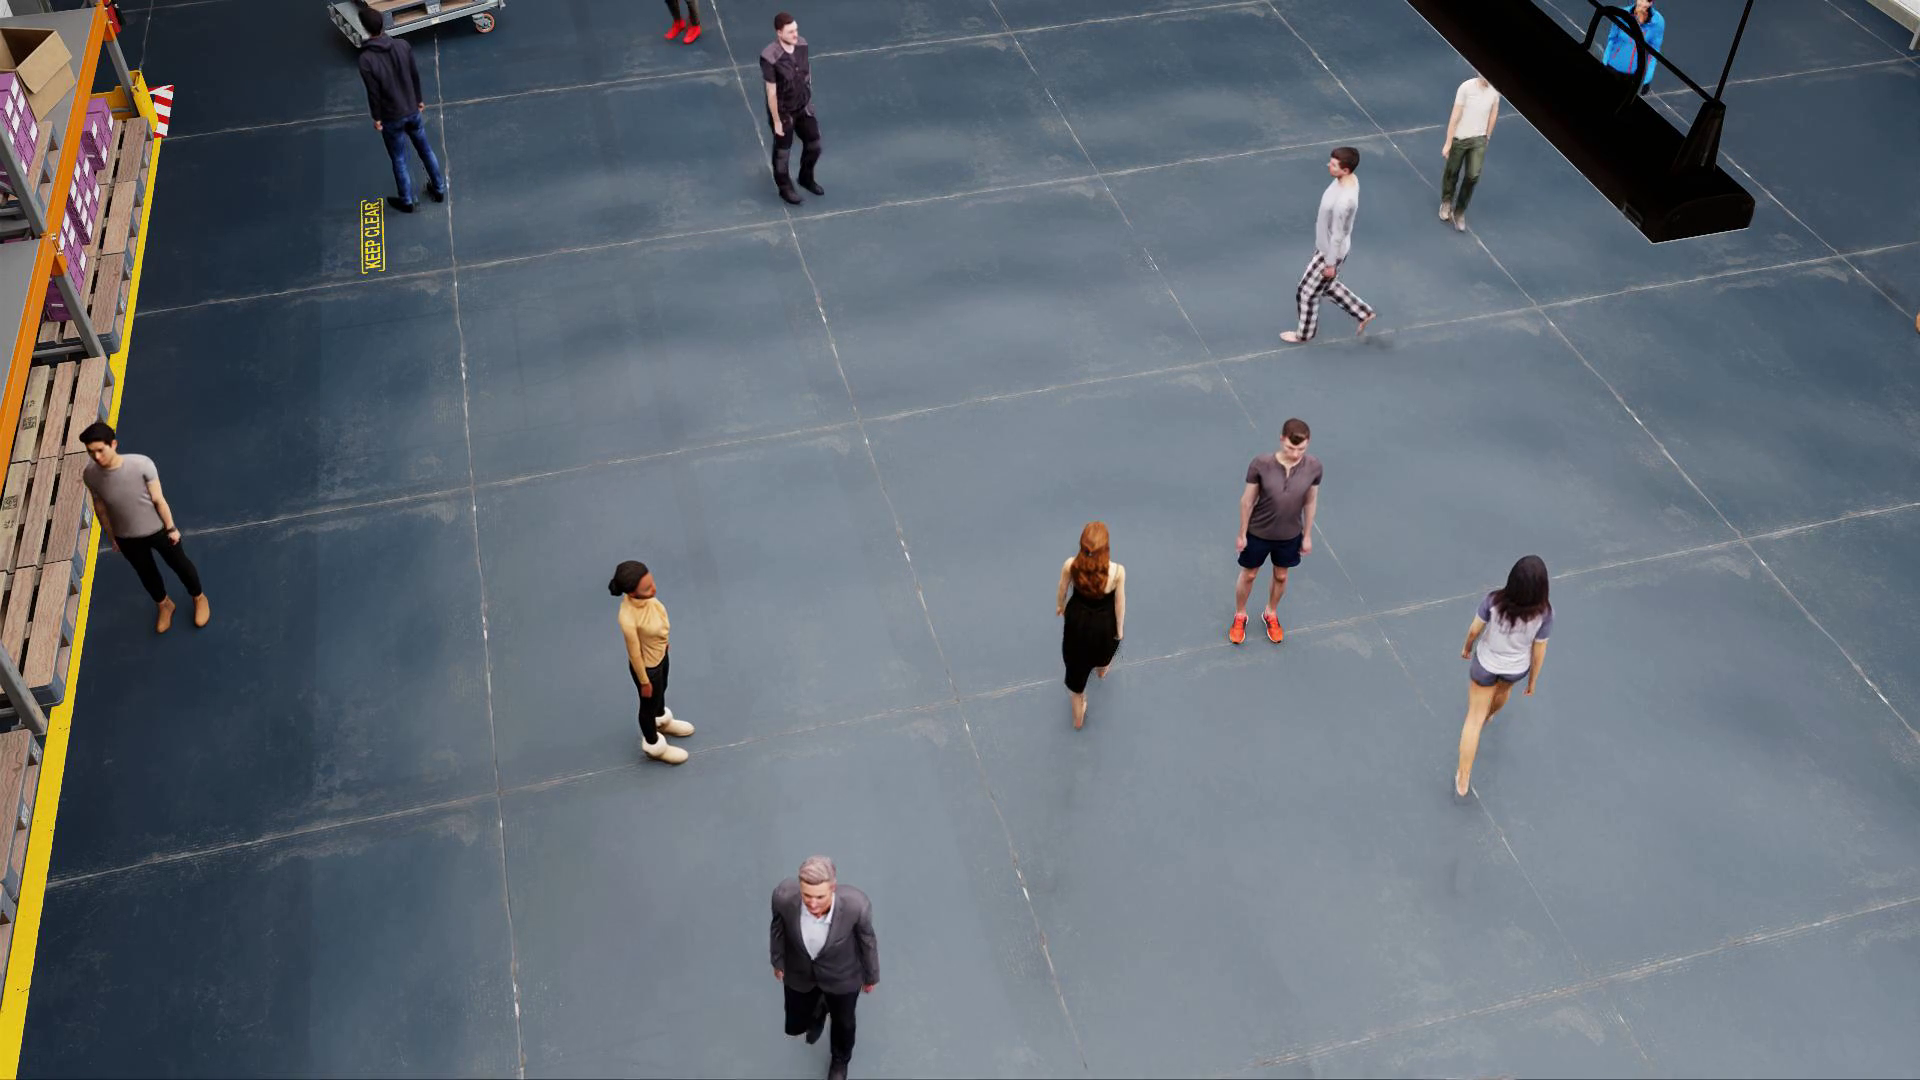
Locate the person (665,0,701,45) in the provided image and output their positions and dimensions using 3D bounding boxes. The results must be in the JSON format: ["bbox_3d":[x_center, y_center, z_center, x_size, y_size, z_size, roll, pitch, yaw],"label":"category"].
[{"bbox_3d":[-2.873,-5.982,17.166,0.801,1.767,0.870,34,53,31],"label":"person"}]

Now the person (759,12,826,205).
[{"bbox_3d":[-1.590,-3.894,14.927,0.843,1.834,0.839,-33,53,-30],"label":"person"}]

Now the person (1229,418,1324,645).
[{"bbox_3d":[2.060,-0.069,10.894,0.708,1.858,0.645,1,44,1],"label":"person"}]

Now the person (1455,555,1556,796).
[{"bbox_3d":[3.252,0.834,10.074,1.017,1.682,1.232,12,45,12],"label":"person"}]

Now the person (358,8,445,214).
[{"bbox_3d":[-4.993,-3.819,14.805,0.799,1.892,0.783,32,52,29],"label":"person"}]

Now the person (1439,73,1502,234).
[{"bbox_3d":[4.488,-3.596,14.757,0.728,1.635,0.831,6,44,6],"label":"person"}]

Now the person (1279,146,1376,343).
[{"bbox_3d":[3.048,-2.321,13.281,0.987,1.825,1.019,10,45,11],"label":"person"}]

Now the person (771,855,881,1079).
[{"bbox_3d":[-0.694,2.152,8.583,0.873,1.829,0.903,5,44,5],"label":"person"}]

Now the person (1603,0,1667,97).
[{"bbox_3d":[6.224,-4.409,15.529,1.105,1.748,1.234,15,46,16],"label":"person"}]

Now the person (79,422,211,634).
[{"bbox_3d":[-5.409,-0.109,11.033,0.614,1.723,0.544,-7,44,-7],"label":"person"}]

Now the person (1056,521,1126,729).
[{"bbox_3d":[0.798,0.568,10.415,0.835,1.597,1.015,8,44,8],"label":"person"}]

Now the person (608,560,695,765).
[{"bbox_3d":[-1.918,0.726,10.201,0.727,1.662,0.608,4,44,4],"label":"person"}]
